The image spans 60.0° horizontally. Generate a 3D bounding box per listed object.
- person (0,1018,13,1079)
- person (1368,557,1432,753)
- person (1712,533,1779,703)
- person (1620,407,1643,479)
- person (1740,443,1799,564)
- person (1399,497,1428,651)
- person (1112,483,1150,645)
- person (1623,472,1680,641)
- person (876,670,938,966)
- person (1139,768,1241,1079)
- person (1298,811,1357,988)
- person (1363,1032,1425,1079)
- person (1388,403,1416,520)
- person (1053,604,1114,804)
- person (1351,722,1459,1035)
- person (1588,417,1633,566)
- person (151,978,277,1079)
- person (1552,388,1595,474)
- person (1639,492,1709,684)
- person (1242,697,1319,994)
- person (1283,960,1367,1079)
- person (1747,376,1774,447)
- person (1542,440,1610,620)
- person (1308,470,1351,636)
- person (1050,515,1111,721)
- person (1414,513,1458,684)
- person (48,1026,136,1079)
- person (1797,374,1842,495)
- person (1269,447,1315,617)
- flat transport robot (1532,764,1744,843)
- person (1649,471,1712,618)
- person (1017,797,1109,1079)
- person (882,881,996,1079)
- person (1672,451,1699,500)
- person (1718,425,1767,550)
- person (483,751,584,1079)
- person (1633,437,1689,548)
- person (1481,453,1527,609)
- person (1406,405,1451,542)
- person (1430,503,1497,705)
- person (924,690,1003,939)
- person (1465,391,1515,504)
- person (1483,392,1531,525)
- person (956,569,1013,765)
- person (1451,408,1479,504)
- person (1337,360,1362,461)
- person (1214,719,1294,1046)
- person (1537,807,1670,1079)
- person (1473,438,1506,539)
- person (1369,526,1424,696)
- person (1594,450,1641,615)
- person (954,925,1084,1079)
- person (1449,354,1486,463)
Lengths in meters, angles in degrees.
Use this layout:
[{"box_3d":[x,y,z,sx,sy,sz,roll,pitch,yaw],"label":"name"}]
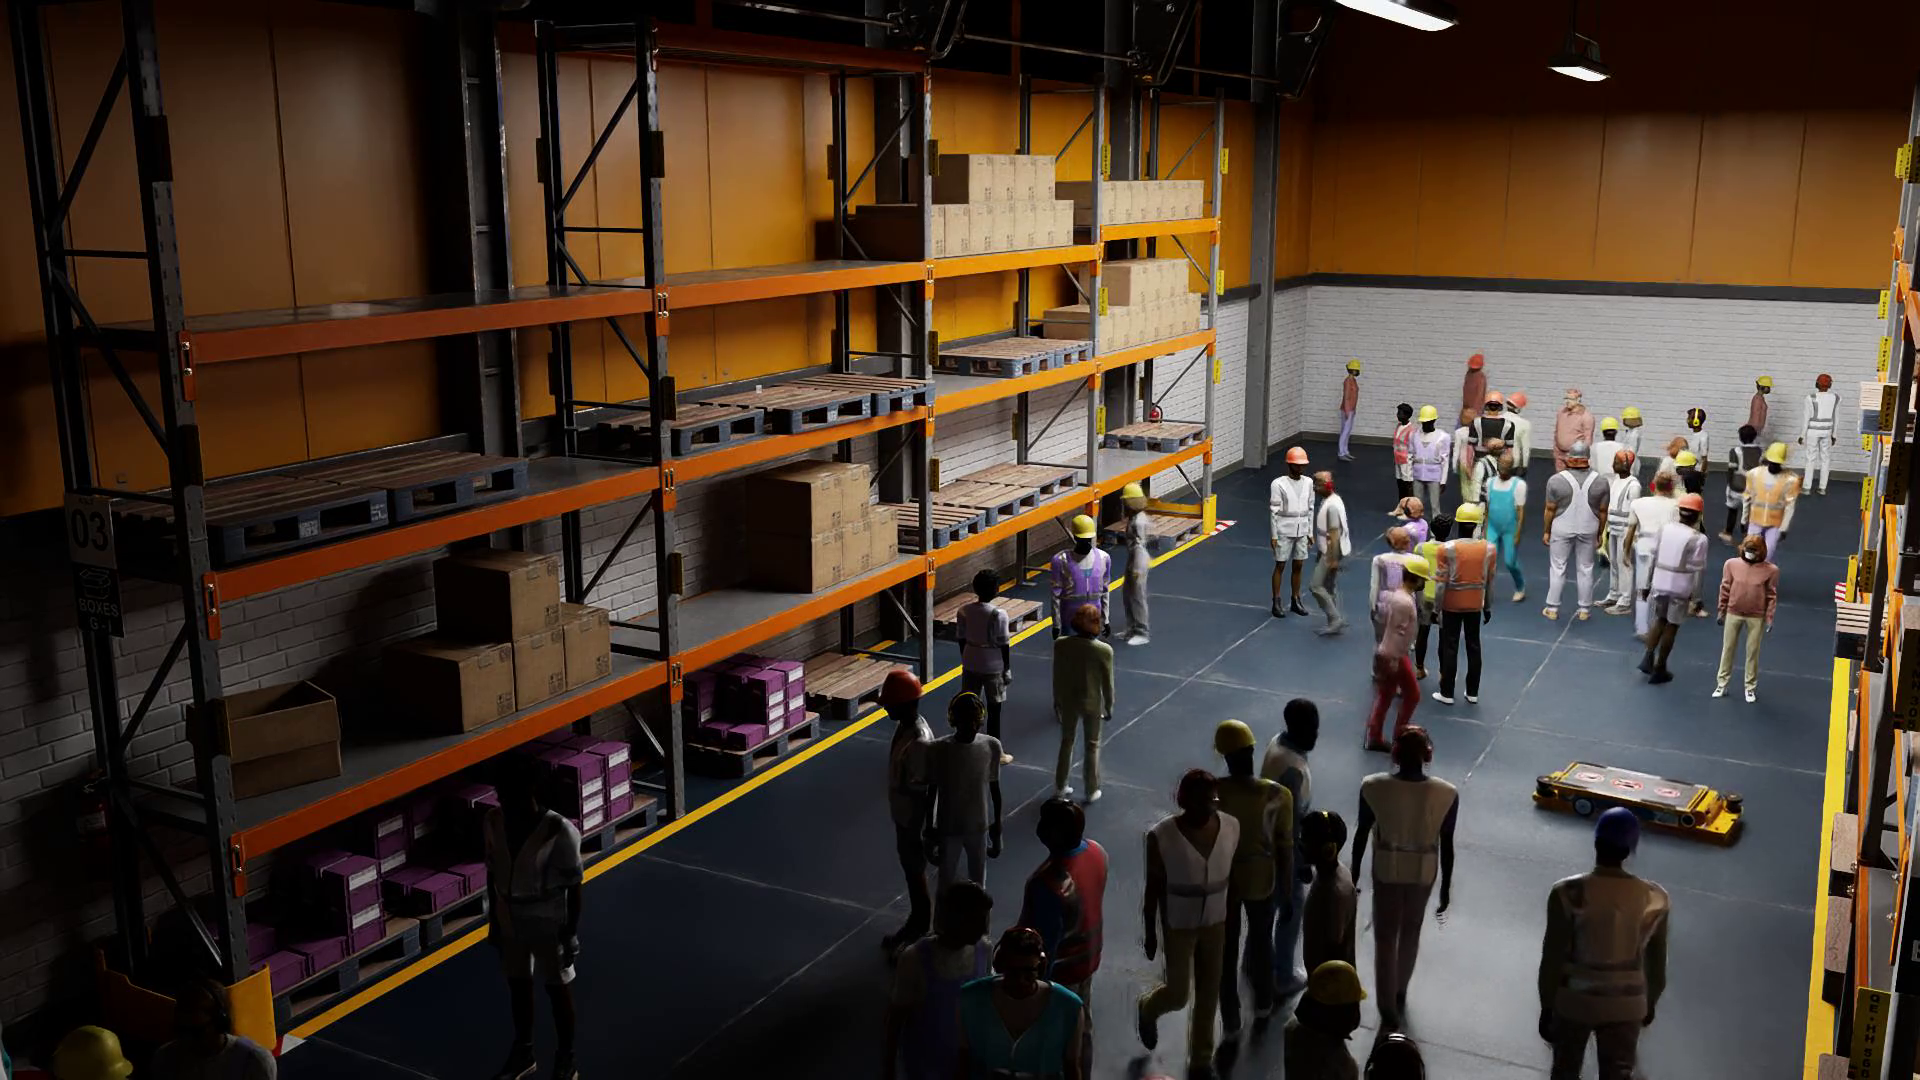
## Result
[{"box_3d":[-4.214,2.588,7.007,0.429,1.832,0.636,2,13,11],"label":"person"},{"box_3d":[3.805,1.008,14.295,0.568,1.719,0.585,2,13,10],"label":"person"},{"box_3d":[7.451,0.727,15.773,0.499,1.633,0.279,7,15,29],"label":"person"},{"box_3d":[9.374,-1.010,23.332,0.324,1.737,0.490,5,14,22],"label":"person"},{"box_3d":[9.386,-0.207,19.355,0.600,1.898,0.501,10,16,37],"label":"person"},{"box_3d":[4.732,0.351,17.446,0.315,1.638,0.515,10,16,38],"label":"person"},{"box_3d":[1.847,0.253,17.674,0.378,1.731,0.517,0,13,-2],"label":"person"},{"box_3d":[7.461,0.189,17.893,0.587,1.821,0.869,4,13,16],"label":"person"},{"box_3d":[-0.337,1.746,10.555,0.390,1.927,0.548,-3,13,-12],"label":"person"},{"box_3d":[1.259,2.105,9.187,0.561,1.826,0.562,-5,14,-22],"label":"person"},{"box_3d":[1.836,2.253,8.435,0.329,1.862,0.512,1,13,6],"label":"person"},{"box_3d":[1.619,2.739,6.310,0.507,1.838,0.336,1,13,6],"label":"person"},{"box_3d":[6.404,-1.134,23.981,0.320,1.692,0.536,-2,13,-11],"label":"person"},{"box_3d":[0.980,1.301,13.238,0.506,1.622,0.290,5,14,22],"label":"person"},{"box_3d":[2.607,1.981,9.762,0.585,1.812,0.903,2,13,7],"label":"person"},{"box_3d":[8.297,-0.625,21.354,0.601,1.863,0.960,3,13,15],"label":"person"},{"box_3d":[-3.010,2.628,6.787,0.515,1.842,0.328,0,13,0],"label":"person"},{"box_3d":[8.782,-1.240,23.969,0.402,1.904,0.650,-7,14,-27],"label":"person"},{"box_3d":[7.002,0.477,16.263,0.472,1.909,0.572,-9,15,-34],"label":"person"},{"box_3d":[1.966,1.845,10.191,0.441,1.895,0.610,1,13,3],"label":"person"},{"box_3d":[1.544,2.610,7.124,0.342,1.736,0.486,-5,13,-20],"label":"person"},{"box_3d":[12.766,-1.753,26.608,0.343,1.757,0.532,7,15,30],"label":"person"},{"box_3d":[6.868,-0.119,18.640,0.689,2.000,0.539,2,13,8],"label":"person"},{"box_3d":[3.977,0.154,17.926,0.471,1.813,0.600,2,13,10],"label":"person"},{"box_3d":[1.107,0.712,15.177,0.592,1.926,0.366,-5,13,-20],"label":"person"},{"box_3d":[4.688,0.571,16.324,0.531,1.698,0.320,11,16,40],"label":"person"},{"box_3d":[-3.321,2.718,6.430,0.404,1.824,0.597,4,13,18],"label":"person"},{"box_3d":[13.313,-1.637,25.792,0.586,1.882,0.342,0,13,-1],"label":"person"},{"box_3d":[3.750,-0.093,18.747,0.548,1.942,0.348,-4,13,-16],"label":"person"},{"box_3d":[5.315,2.023,13.046,1.431,0.197,0.652,9,15,35],"label":"flat transport robot"},{"box_3d":[8.213,0.026,18.887,0.747,1.661,0.550,10,16,39],"label":"person"},{"box_3d":[0.514,2.212,8.653,0.429,1.846,0.625,7,15,30],"label":"person"},{"box_3d":[-0.041,2.458,7.623,0.557,1.807,0.741,-7,14,-29],"label":"person"},{"box_3d":[8.476,-0.174,19.535,0.339,1.761,0.524,3,13,14],"label":"person"},{"box_3d":[10.418,-0.700,22.125,0.538,1.634,0.847,1,13,3],"label":"person"},{"box_3d":[-2.314,2.070,9.015,0.608,1.963,0.370,5,14,22],"label":"person"},{"box_3d":[9.244,-0.585,21.744,0.510,1.596,0.810,-9,15,-34],"label":"person"},{"box_3d":[6.279,-0.124,19.172,0.517,1.828,0.702,11,17,41],"label":"person"},{"box_3d":[6.216,-0.844,22.166,0.584,1.919,0.388,9,16,36],"label":"person"},{"box_3d":[4.725,0.603,15.663,0.595,1.925,0.371,-2,13,-7],"label":"person"},{"box_3d":[0.023,1.827,10.346,0.509,1.860,0.333,-3,13,-13],"label":"person"},{"box_3d":[7.224,-1.017,22.703,0.611,2.030,0.410,3,13,15],"label":"person"},{"box_3d":[7.589,-1.096,23.239,0.754,1.962,0.497,8,15,32],"label":"person"},{"box_3d":[0.212,1.080,14.062,0.531,1.692,0.320,9,15,35],"label":"person"},{"box_3d":[7.402,-1.104,24.041,0.532,1.608,0.628,-1,13,-5],"label":"person"},{"box_3d":[6.768,-2.248,28.819,0.340,1.760,0.529,6,14,24],"label":"person"},{"box_3d":[1.634,1.960,9.676,0.618,1.887,0.641,4,13,15],"label":"person"},{"box_3d":[3.184,2.268,8.288,0.646,1.880,0.988,2,13,10],"label":"person"},{"box_3d":[6.751,-0.498,21.299,0.577,1.619,0.324,-10,16,-37],"label":"person"},{"box_3d":[4.225,0.657,16.141,0.525,1.608,0.757,2,13,10],"label":"person"},{"box_3d":[7.503,-0.094,18.881,0.338,1.882,0.582,0,13,0],"label":"person"},{"box_3d":[0.256,2.521,7.289,0.563,1.838,0.389,2,13,8],"label":"person"},{"box_3d":[8.672,-2.217,28.275,0.621,1.931,0.693,-3,13,-15],"label":"person"}]
